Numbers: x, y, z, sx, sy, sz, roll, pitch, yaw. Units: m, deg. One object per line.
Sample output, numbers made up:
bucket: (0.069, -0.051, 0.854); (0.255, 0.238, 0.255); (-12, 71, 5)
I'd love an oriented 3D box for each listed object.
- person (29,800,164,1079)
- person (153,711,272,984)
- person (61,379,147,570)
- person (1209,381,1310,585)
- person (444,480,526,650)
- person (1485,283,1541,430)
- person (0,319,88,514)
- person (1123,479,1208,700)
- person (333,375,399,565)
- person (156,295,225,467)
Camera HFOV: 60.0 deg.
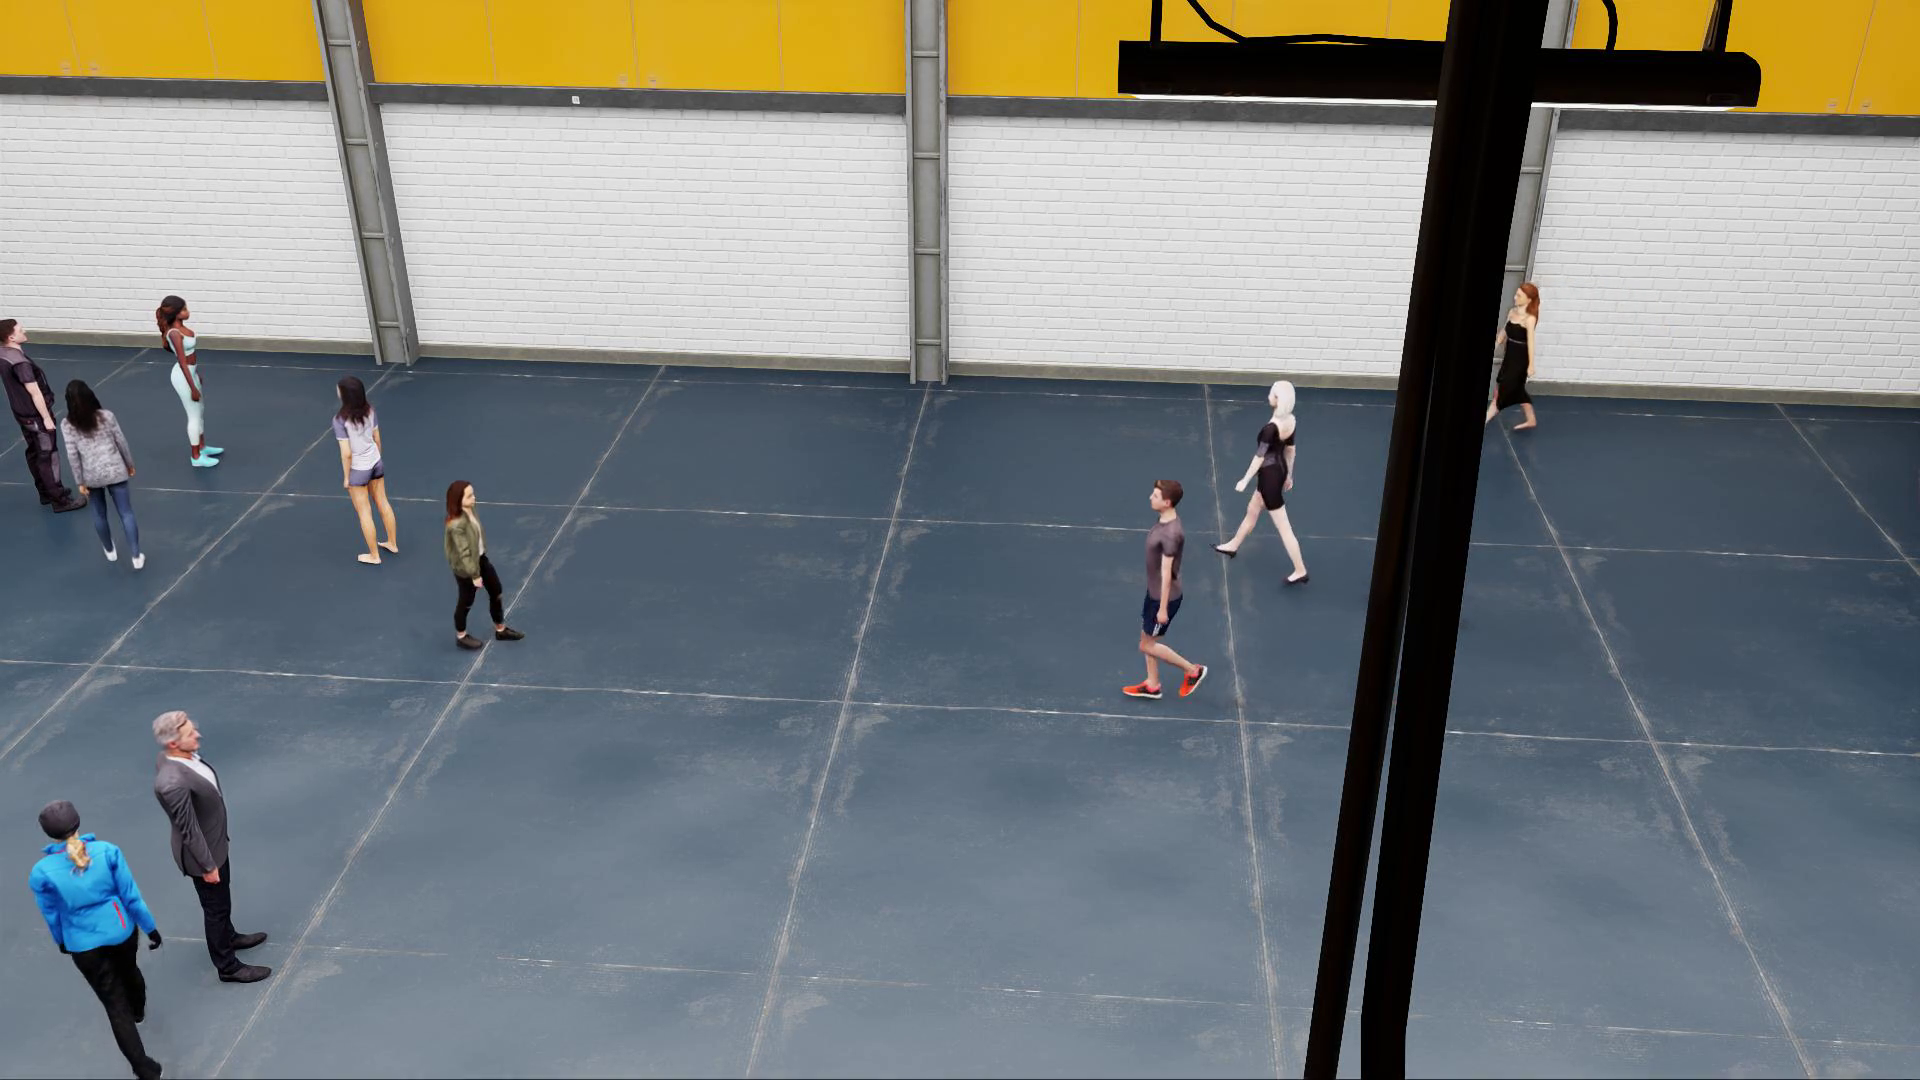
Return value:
person: (-4.642, 2.250, 9.026); (1.198, 1.749, 1.186); (-16, 32, -27)
person: (-4.449, 1.784, 9.788); (0.787, 1.837, 0.800); (-12, 31, -20)
person: (-7.296, -0.552, 14.181); (0.845, 1.731, 0.880); (-13, 31, -23)
person: (2.699, -0.426, 13.900); (1.263, 1.778, 0.990); (17, 33, 28)
person: (-3.917, 0.210, 13.072); (0.765, 1.456, 0.618); (5, 29, 10)
person: (5.644, -1.776, 16.583); (1.135, 1.580, 0.753); (-4, 29, -6)
person: (-8.447, -1.149, 15.155); (0.772, 1.846, 0.869); (24, 37, 37)
person: (1.574, 0.409, 12.309); (0.846, 1.837, 0.676); (1, 29, 2)
person: (-5.127, -0.617, 14.299); (0.640, 1.732, 0.654); (14, 32, 25)
person: (-7.431, -1.533, 15.990); (0.645, 1.721, 0.643); (-9, 30, -15)
